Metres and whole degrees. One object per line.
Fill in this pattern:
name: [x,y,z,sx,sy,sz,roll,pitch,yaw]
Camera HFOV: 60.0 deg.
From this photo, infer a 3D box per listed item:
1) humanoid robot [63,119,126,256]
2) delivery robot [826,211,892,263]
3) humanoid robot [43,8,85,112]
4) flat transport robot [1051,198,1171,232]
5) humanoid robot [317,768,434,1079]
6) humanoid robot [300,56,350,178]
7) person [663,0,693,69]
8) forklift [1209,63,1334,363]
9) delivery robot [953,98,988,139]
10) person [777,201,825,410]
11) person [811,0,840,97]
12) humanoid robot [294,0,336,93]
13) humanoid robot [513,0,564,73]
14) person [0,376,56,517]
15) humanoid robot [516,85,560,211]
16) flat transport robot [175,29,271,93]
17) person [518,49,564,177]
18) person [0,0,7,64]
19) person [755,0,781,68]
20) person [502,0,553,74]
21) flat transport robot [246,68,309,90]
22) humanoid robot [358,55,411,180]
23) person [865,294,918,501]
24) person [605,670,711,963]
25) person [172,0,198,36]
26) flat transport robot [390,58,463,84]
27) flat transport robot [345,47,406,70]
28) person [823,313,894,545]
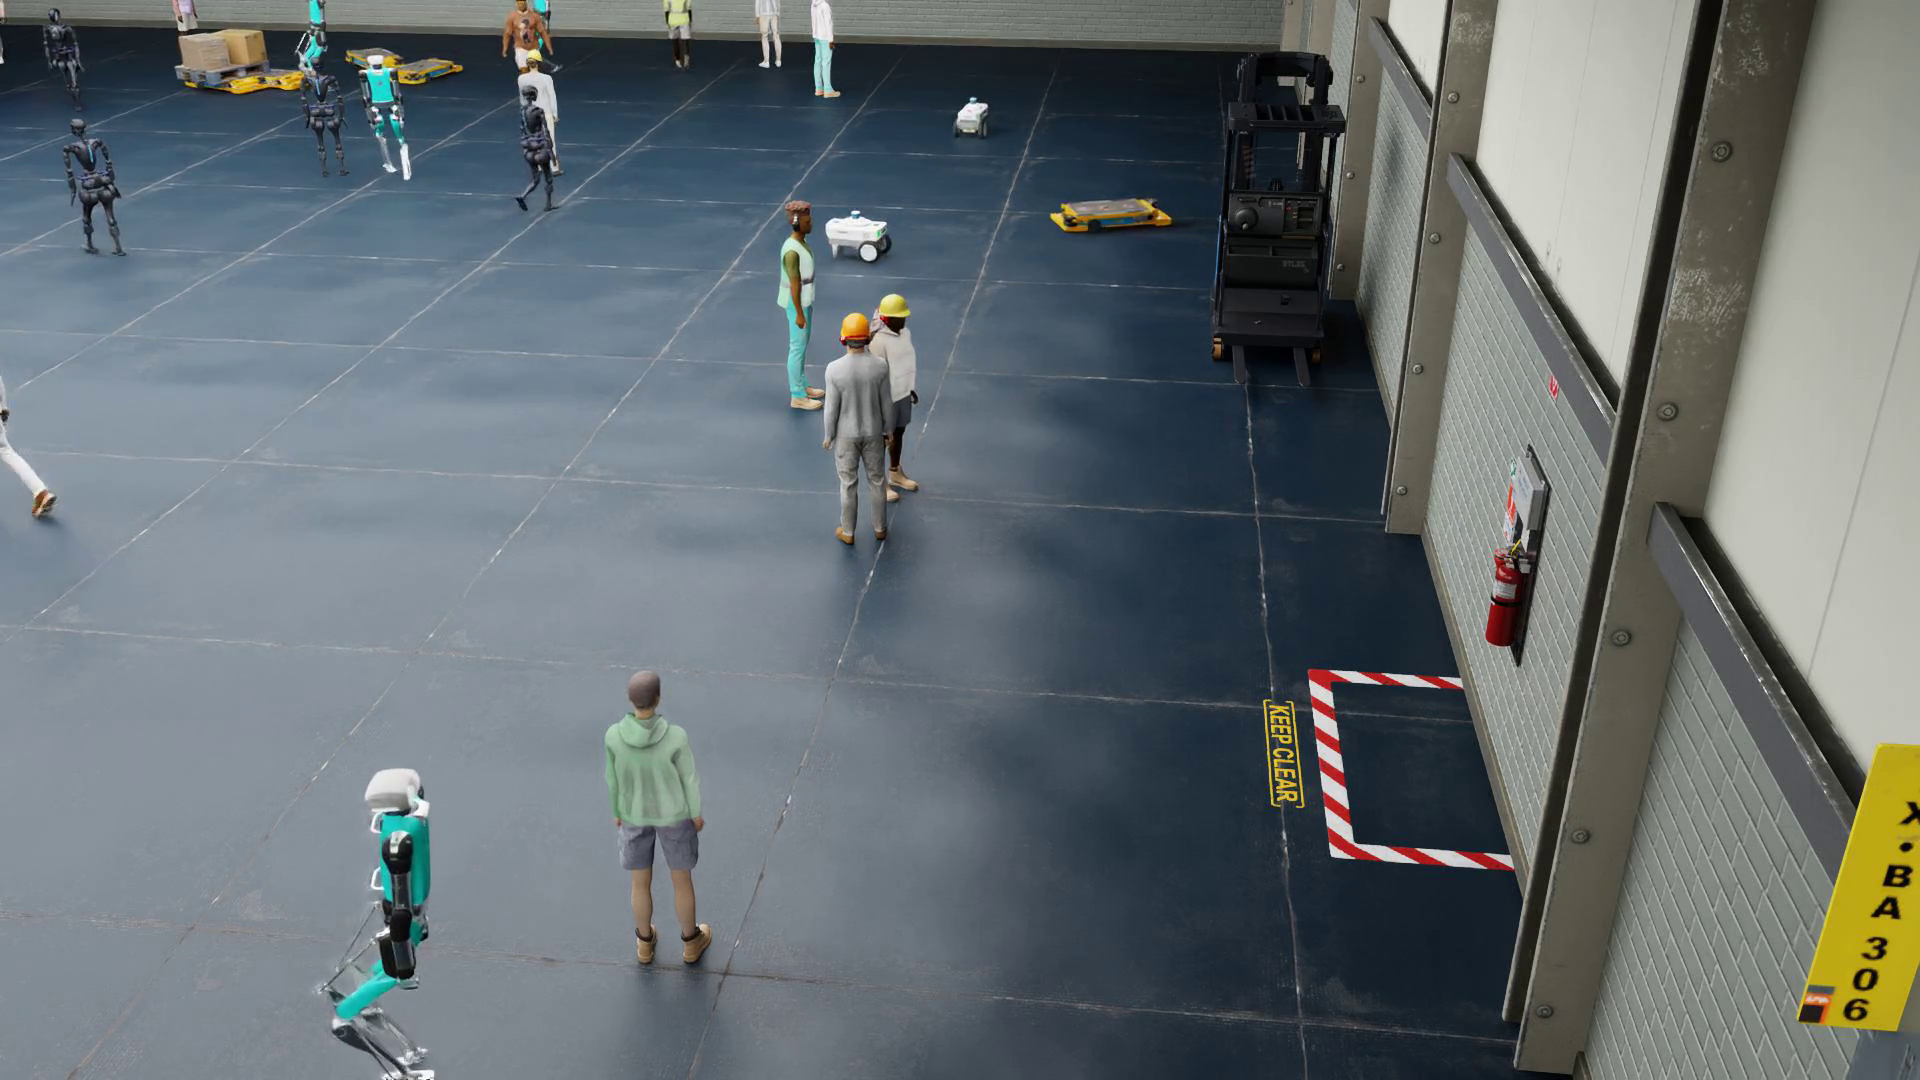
humanoid robot: [-10.507,-4.277,20.120,0.644,1.637,0.594,18,32,32]
delivery robot: [-1.219,-3.672,20.171,0.785,0.614,0.514,7,28,14]
humanoid robot: [-14.721,-7.900,27.346,0.600,1.636,0.553,-1,27,-2]
flat transport robot: [1.951,-4.199,21.521,1.431,0.231,0.659,-6,27,-13]
humanoid robot: [-2.744,1.857,7.743,0.710,1.749,0.530,-5,27,-9]
humanoid robot: [-8.986,-5.990,23.518,0.588,1.653,0.337,-5,27,-10]
person: [-5.148,-9.477,30.475,0.523,1.676,0.707,-4,27,-9]
forklift: [3.241,-3.477,17.183,1.129,2.768,1.873,3,27,6]
delivery robot: [0.199,-6.584,25.954,0.499,0.587,0.782,6,27,12]
person: [-1.509,-2.217,15.661,0.405,1.979,0.483,1,27,3]
person: [-2.328,-8.531,28.333,0.384,1.917,0.490,-20,33,-34]
humanoid robot: [-11.201,-8.589,28.624,0.677,1.780,0.533,-22,34,-37]
humanoid robot: [-7.671,-9.169,29.811,1.038,1.719,0.532,-21,34,-36]
person: [-7.885,-1.017,13.409,0.843,1.853,0.576,8,28,16]
humanoid robot: [-5.593,-5.115,21.787,0.596,1.633,0.562,19,32,33]
flat transport robot: [-12.874,-8.060,29.230,1.431,0.231,0.659,15,30,27]
person: [-5.926,-6.019,23.489,0.521,1.762,0.317,3,27,5]
person: [-17.992,-9.695,30.719,0.665,1.860,0.892,-14,30,-26]
person: [-3.535,-9.686,30.682,0.497,1.877,0.402,-13,29,-24]
person: [-7.234,-8.221,27.823,0.818,1.807,0.917,-9,28,-18]
flat transport robot: [-12.229,-8.154,29.417,1.431,0.231,0.659,8,28,16]
humanoid robot: [-8.139,-6.034,23.578,0.547,1.765,0.939,-8,28,-15]
person: [-0.570,-1.215,13.892,0.402,1.763,0.540,19,32,32]
person: [-1.566,1.450,8.598,0.481,1.743,0.339,1,27,2]
person: [-14.268,-9.767,30.674,0.401,2.035,0.608,4,27,7]
flat transport robot: [-9.684,-8.458,30.023,0.659,0.231,1.431,9,28,17]
flat transport robot: [-10.915,-8.958,31.022,0.659,0.231,1.431,-18,32,-32]
person: [-0.792,-0.864,13.050,0.575,1.895,0.356,-8,28,-16]
